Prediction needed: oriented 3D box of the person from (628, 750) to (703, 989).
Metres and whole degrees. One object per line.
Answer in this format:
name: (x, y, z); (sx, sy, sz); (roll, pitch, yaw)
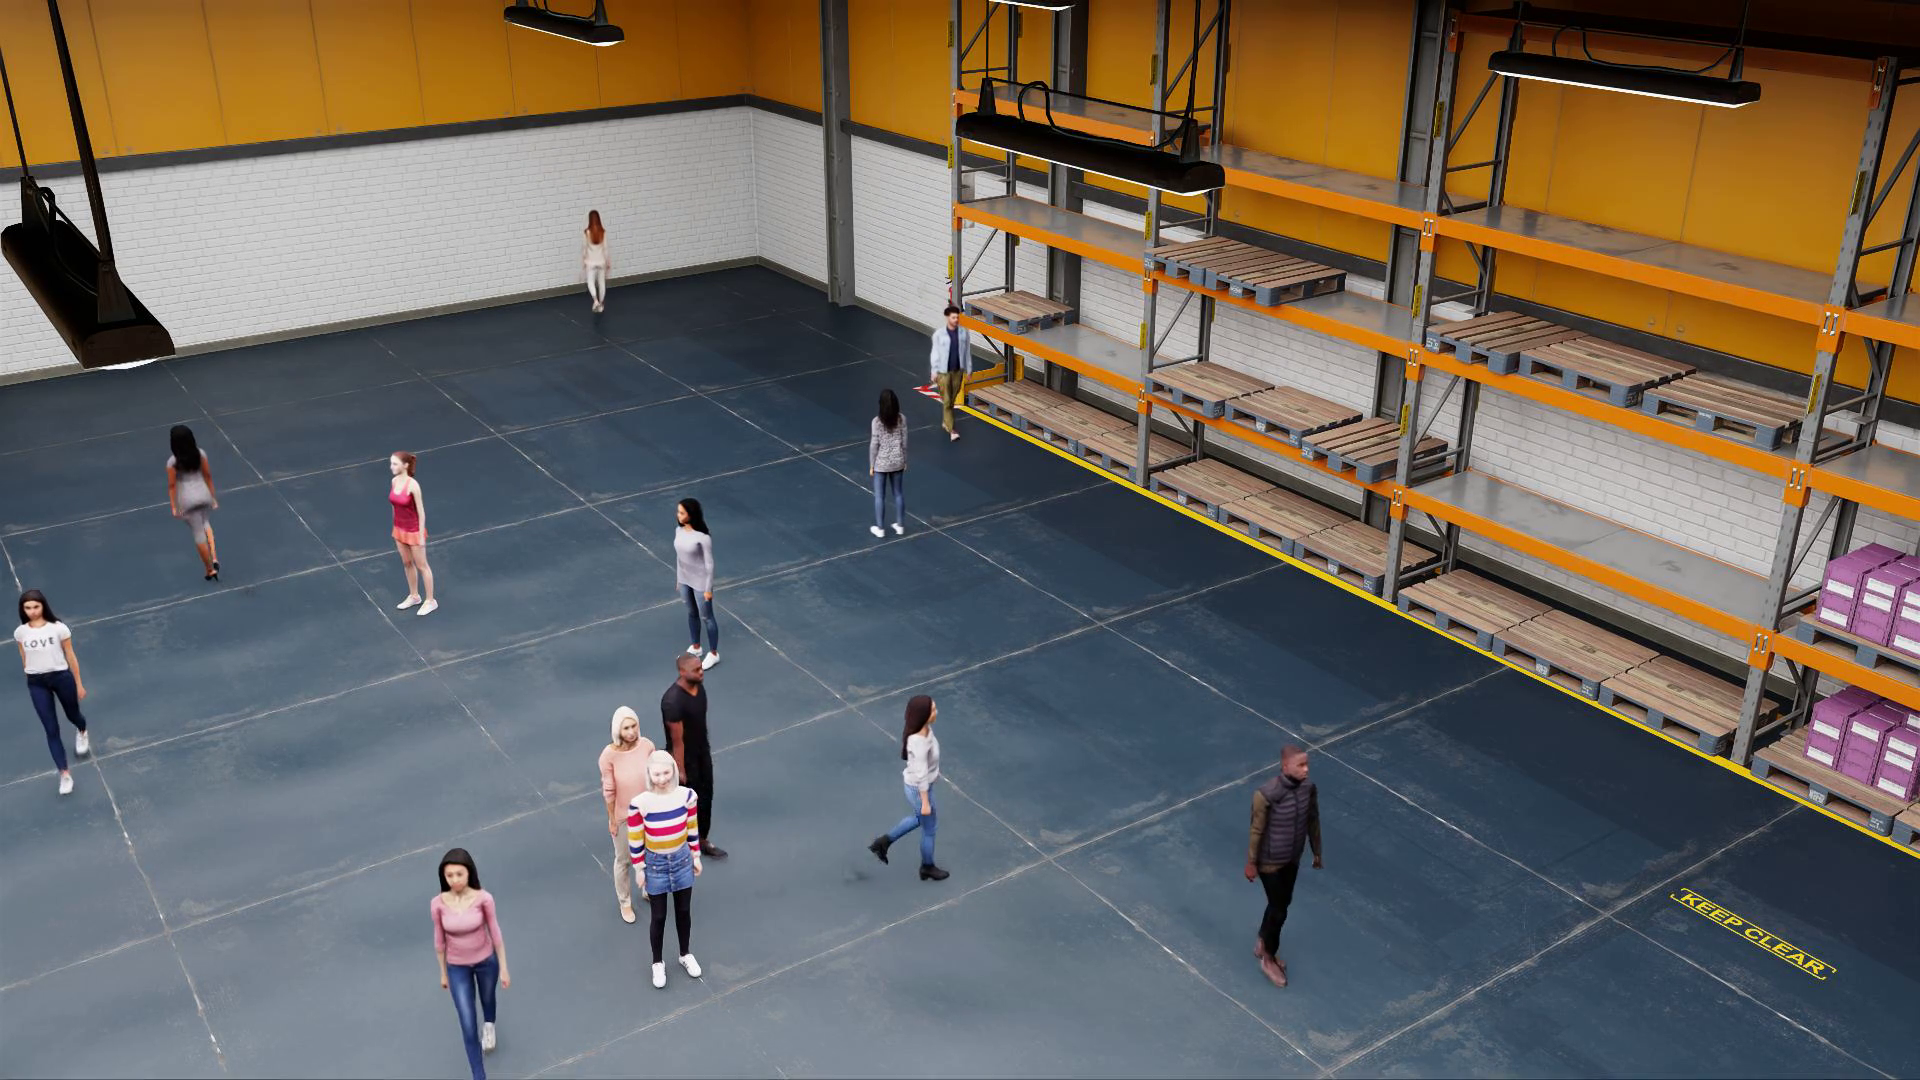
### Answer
person: (-2.039, 2.263, 11.595); (0.690, 1.809, 0.585); (-10, 26, -22)

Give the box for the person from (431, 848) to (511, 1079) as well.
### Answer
person: (-3.121, 2.708, 10.718); (0.876, 1.695, 1.197); (-5, 24, -12)

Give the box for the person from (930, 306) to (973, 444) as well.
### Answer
person: (-0.155, -2.215, 21.883); (0.851, 1.772, 1.195); (-9, 25, -20)

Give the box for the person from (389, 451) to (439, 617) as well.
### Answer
person: (-5.639, -0.094, 17.054); (0.607, 1.754, 0.710); (14, 27, 29)

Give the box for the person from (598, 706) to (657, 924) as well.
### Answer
person: (-2.425, 1.995, 12.310); (0.611, 1.725, 0.537); (-18, 29, -35)

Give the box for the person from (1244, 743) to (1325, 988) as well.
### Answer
person: (2.201, 2.204, 11.710); (0.733, 1.825, 0.700); (-14, 27, -29)

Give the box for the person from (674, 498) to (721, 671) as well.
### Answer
person: (-2.524, 0.398, 15.954); (0.553, 1.735, 0.717); (18, 29, 36)

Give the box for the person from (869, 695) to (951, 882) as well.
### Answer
person: (-0.379, 1.906, 12.654); (0.900, 1.613, 0.904); (-2, 24, -5)

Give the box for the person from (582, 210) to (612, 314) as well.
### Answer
person: (-5.964, -4.538, 27.283); (0.758, 1.705, 0.858); (-6, 24, -14)

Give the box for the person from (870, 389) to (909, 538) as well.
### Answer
person: (-0.807, -0.877, 18.874); (0.647, 1.731, 0.579); (-11, 26, -24)

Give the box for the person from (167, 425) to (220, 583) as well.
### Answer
person: (-8.057, -0.358, 17.634); (0.688, 1.773, 0.676); (18, 29, 35)

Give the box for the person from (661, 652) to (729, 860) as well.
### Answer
person: (-2.175, 1.685, 12.922); (1.011, 1.804, 0.915); (9, 25, 20)

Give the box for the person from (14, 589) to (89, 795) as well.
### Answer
person: (-7.660, 1.209, 14.093); (0.861, 1.739, 1.240); (-7, 25, -16)
